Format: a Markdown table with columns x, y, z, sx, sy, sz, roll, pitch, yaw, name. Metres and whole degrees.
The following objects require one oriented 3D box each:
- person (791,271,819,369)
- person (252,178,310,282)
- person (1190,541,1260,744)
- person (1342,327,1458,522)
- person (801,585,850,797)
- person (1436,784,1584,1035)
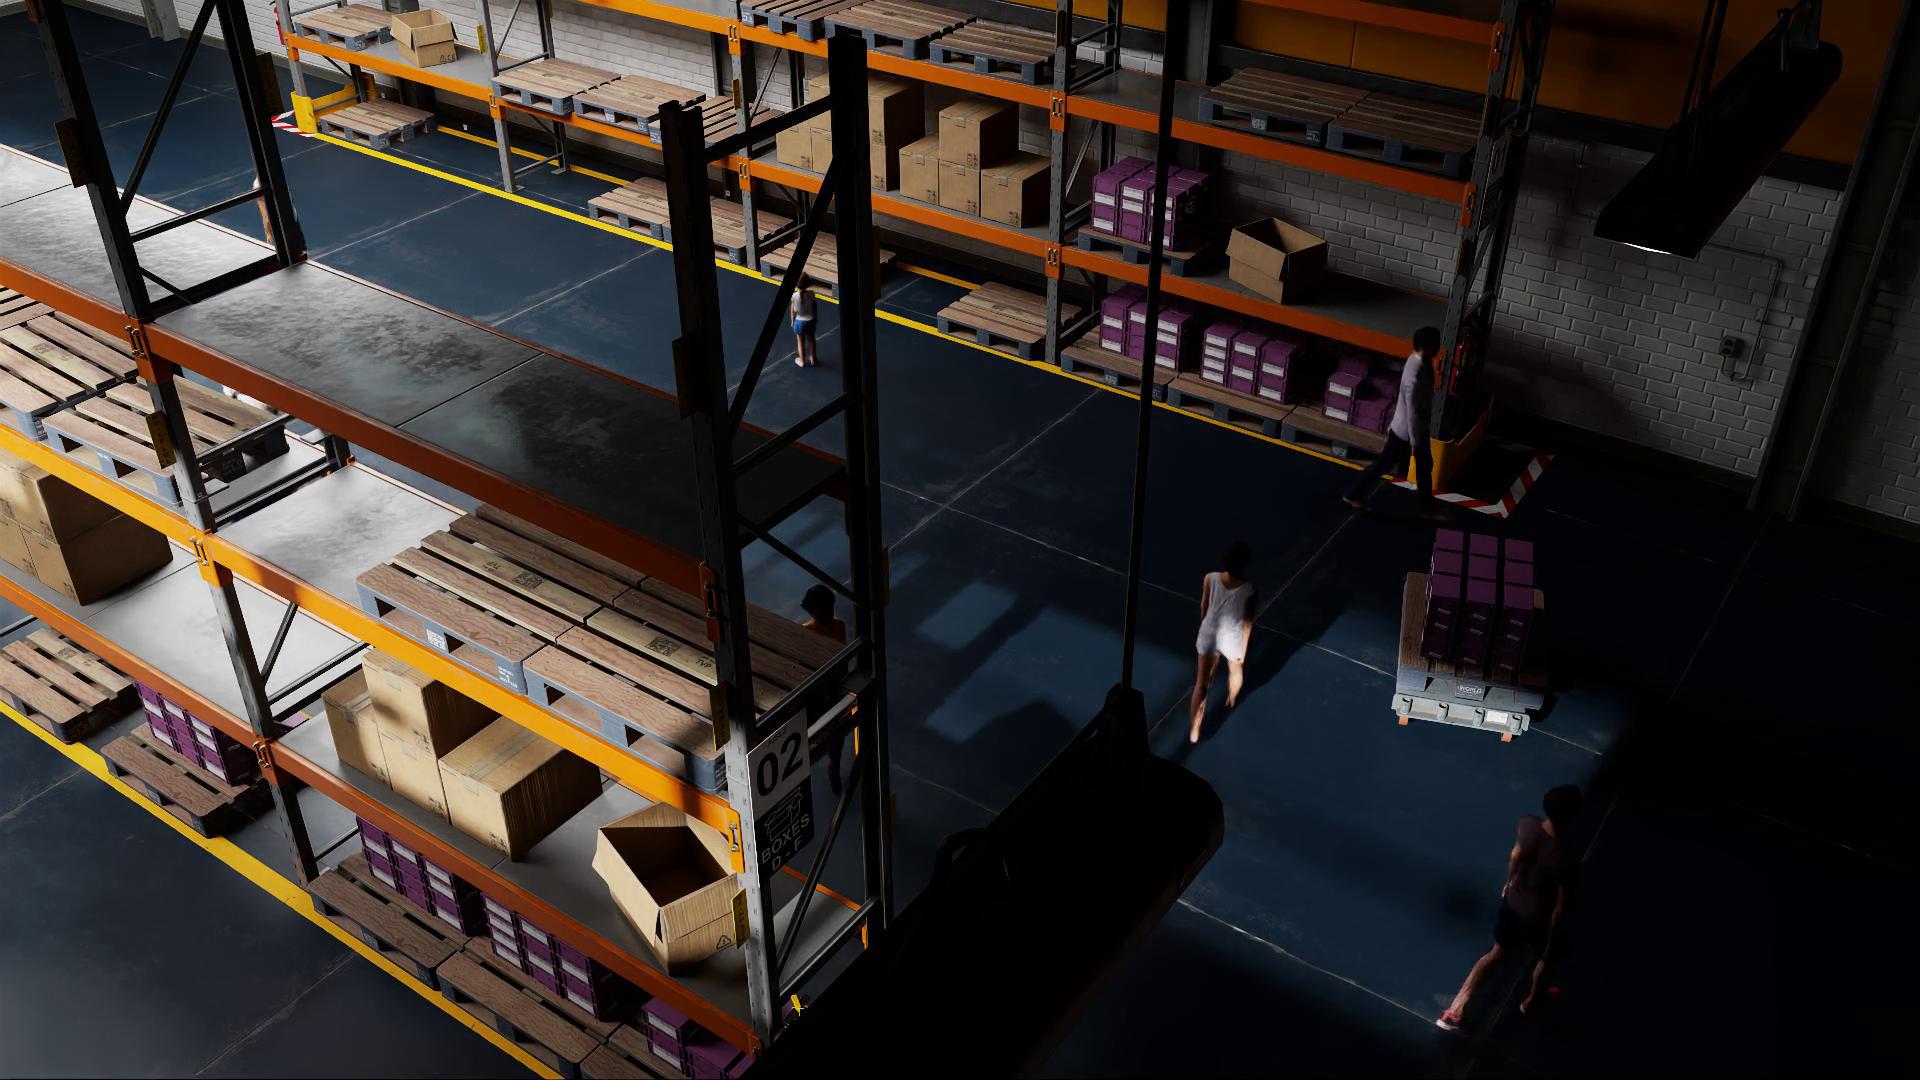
| x | y | z | sx | sy | sz | roll | pitch | yaw | name |
| --- | --- | --- | --- | --- | --- | --- | --- | --- | --- |
| -1.561 | -2.216 | 16.643 | 0.483 | 1.019 | 0.526 | -11 | 35 | -16 | person |
| -7.204 | -3.237 | 17.472 | 1.142 | 1.803 | 0.825 | 10 | 35 | 15 | person |
| 1.819 | 0.735 | 11.700 | 1.029 | 1.578 | 0.787 | 14 | 36 | 20 | person |
| 3.701 | -0.960 | 14.043 | 1.276 | 1.805 | 0.881 | 13 | 36 | 18 | person |
| -0.966 | 0.987 | 11.261 | 0.769 | 1.642 | 0.898 | -18 | 37 | -24 | person |
| 3.157 | 2.133 | 9.377 | 1.075 | 1.820 | 1.192 | -16 | 37 | -23 | person |
